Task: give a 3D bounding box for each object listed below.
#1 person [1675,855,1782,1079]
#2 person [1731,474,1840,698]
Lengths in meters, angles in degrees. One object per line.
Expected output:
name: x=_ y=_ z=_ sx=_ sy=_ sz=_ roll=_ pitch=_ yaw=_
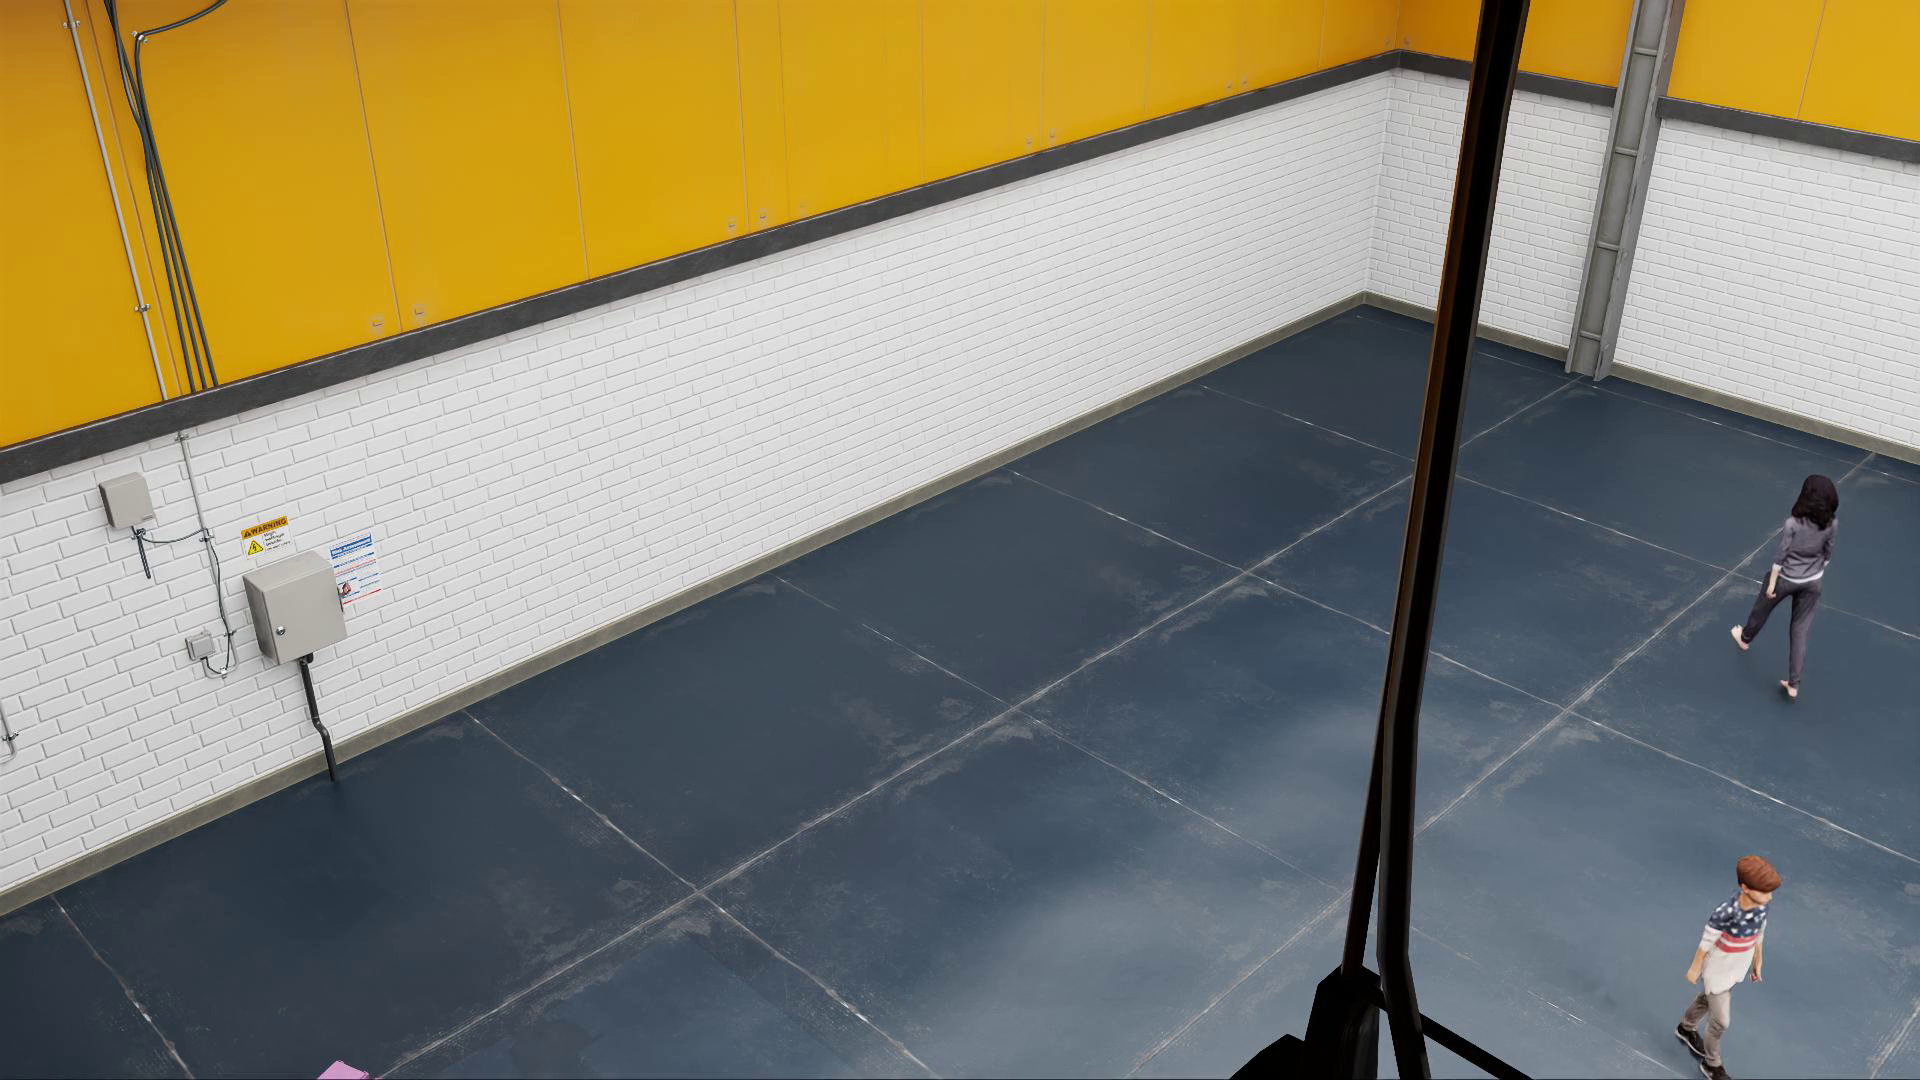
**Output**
person: x=4.234 y=2.322 z=9.310 sx=0.692 sy=1.421 sz=0.822 roll=-13 pitch=31 yaw=-22
person: x=6.353 y=0.380 z=12.565 sx=1.131 sy=1.714 sz=1.133 roll=2 pitch=29 yaw=3
